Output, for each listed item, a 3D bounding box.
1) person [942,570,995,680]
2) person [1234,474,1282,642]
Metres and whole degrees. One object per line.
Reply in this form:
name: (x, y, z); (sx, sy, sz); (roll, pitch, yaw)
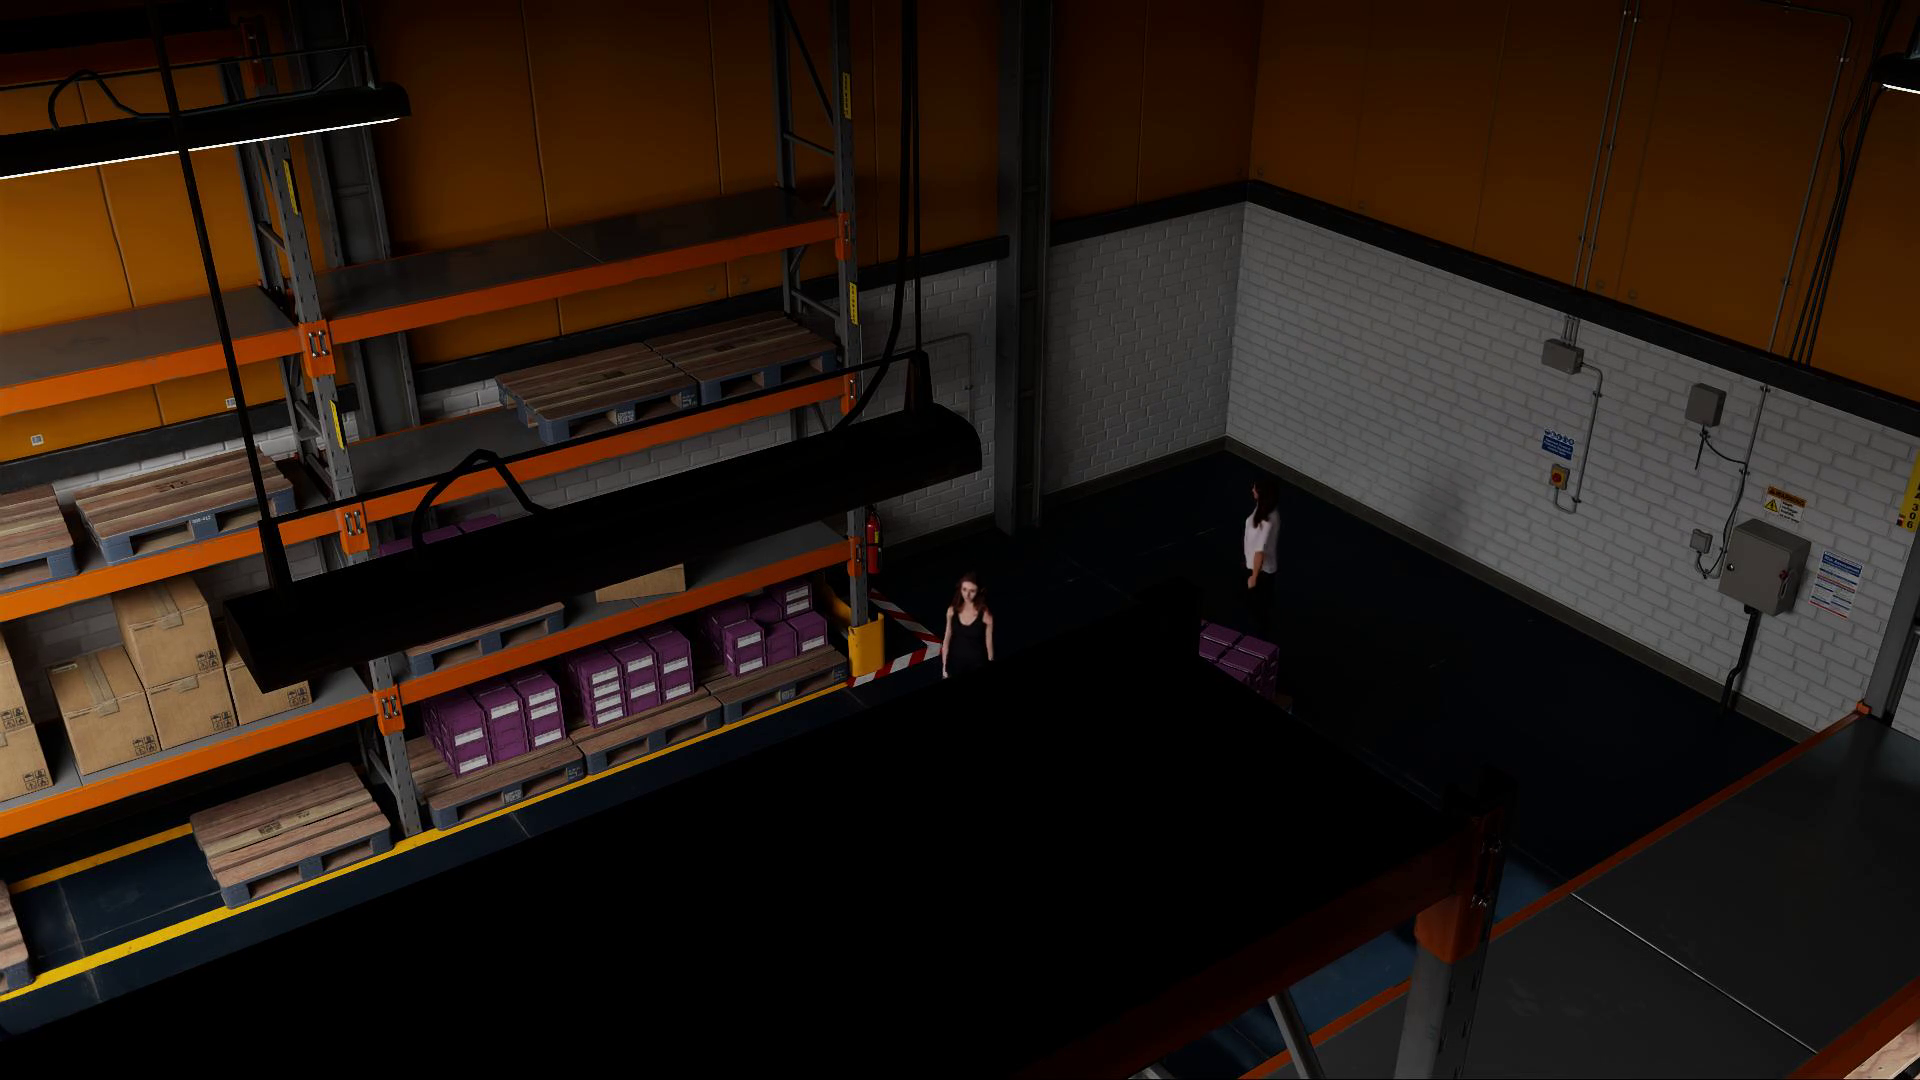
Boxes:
person: (0.108, 0.955, 13.089); (0.977, 1.716, 1.150); (10, 30, 18)
person: (2.684, 0.248, 14.315); (0.765, 1.784, 0.729); (-1, 29, -2)
